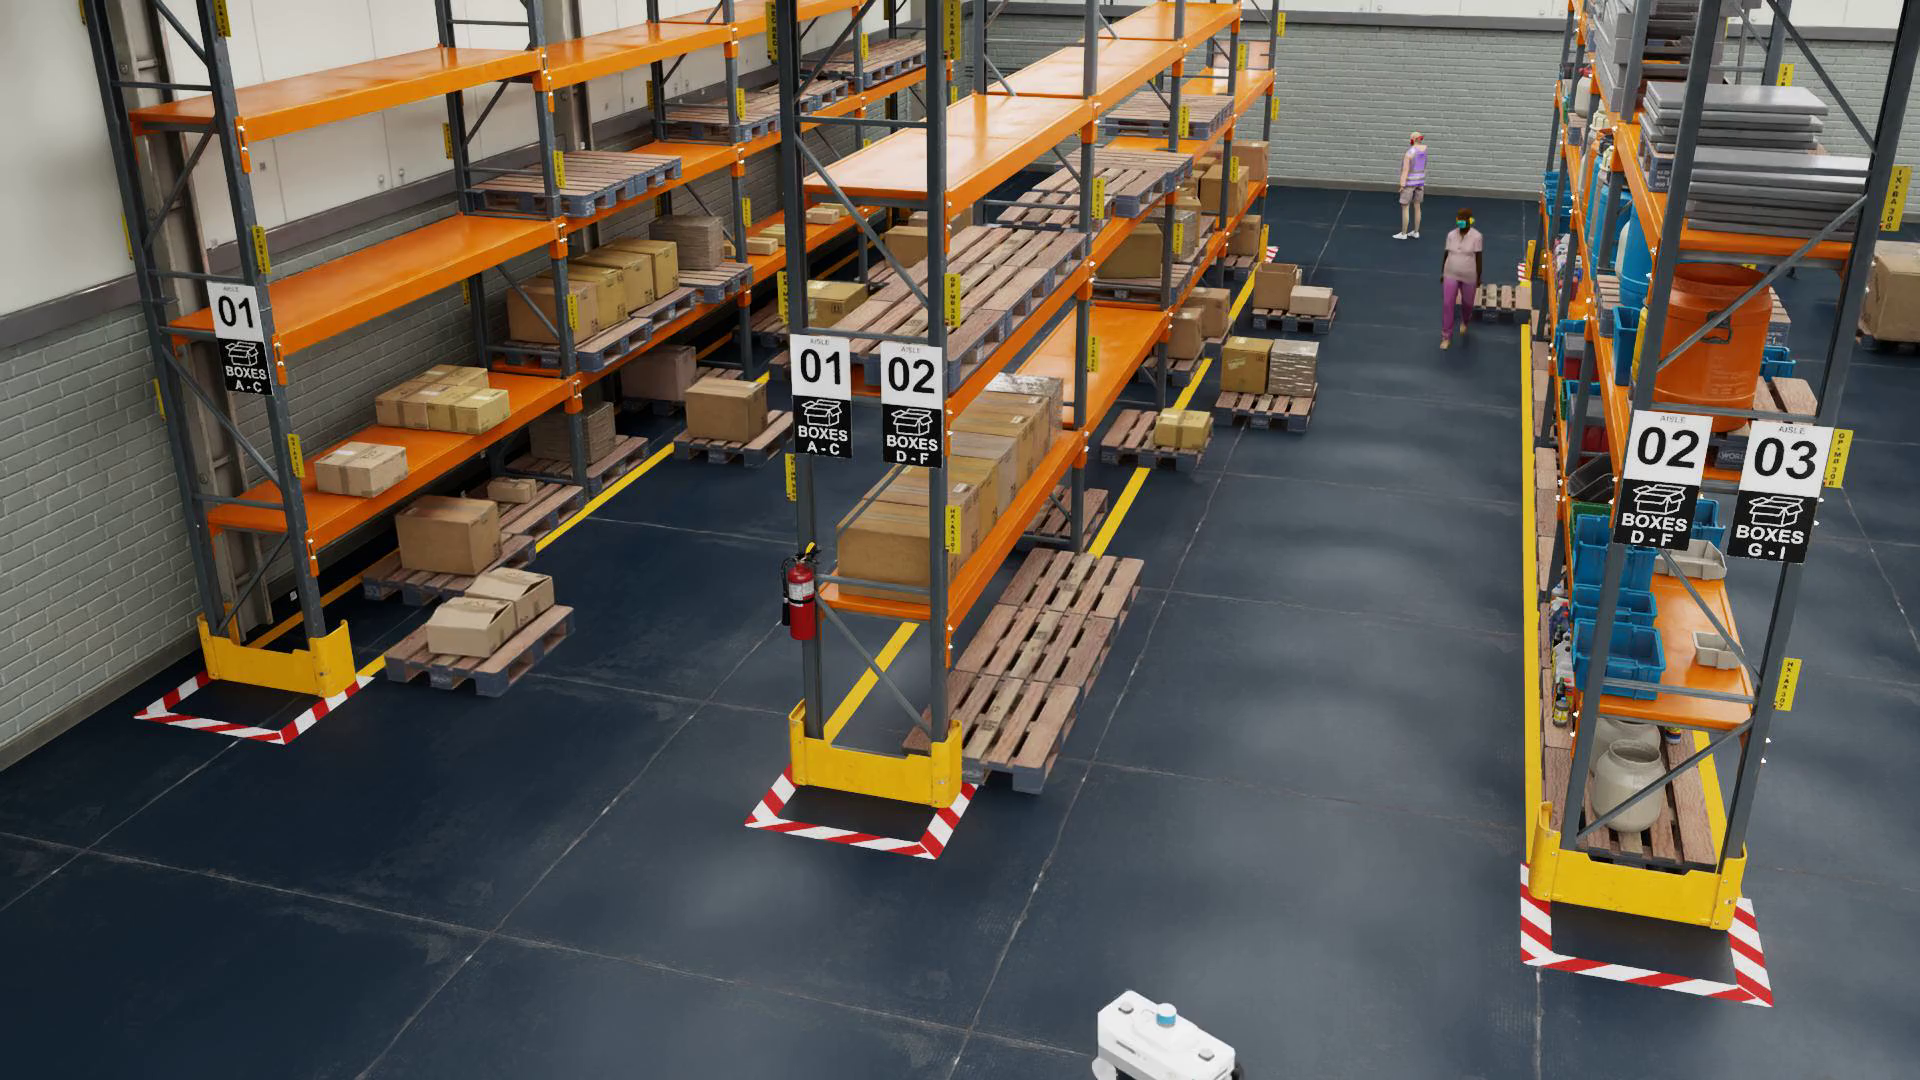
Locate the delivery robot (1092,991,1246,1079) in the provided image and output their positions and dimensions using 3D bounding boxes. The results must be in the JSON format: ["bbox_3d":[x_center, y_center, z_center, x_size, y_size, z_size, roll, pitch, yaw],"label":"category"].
[{"bbox_3d":[1.073,2.685,8.600,0.796,0.606,0.499,21,31,40],"label":"delivery robot"}]

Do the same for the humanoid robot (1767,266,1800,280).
[{"bbox_3d":[12.084,-4.591,24.053,0.608,1.644,0.402,2,23,4],"label":"humanoid robot"}]

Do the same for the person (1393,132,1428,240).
[{"bbox_3d":[7.179,-5.618,26.411,0.492,1.688,0.348,-14,27,-29],"label":"person"}]

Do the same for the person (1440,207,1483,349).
[{"bbox_3d":[6.363,-3.352,21.046,0.527,1.772,0.793,11,26,25],"label":"person"}]
